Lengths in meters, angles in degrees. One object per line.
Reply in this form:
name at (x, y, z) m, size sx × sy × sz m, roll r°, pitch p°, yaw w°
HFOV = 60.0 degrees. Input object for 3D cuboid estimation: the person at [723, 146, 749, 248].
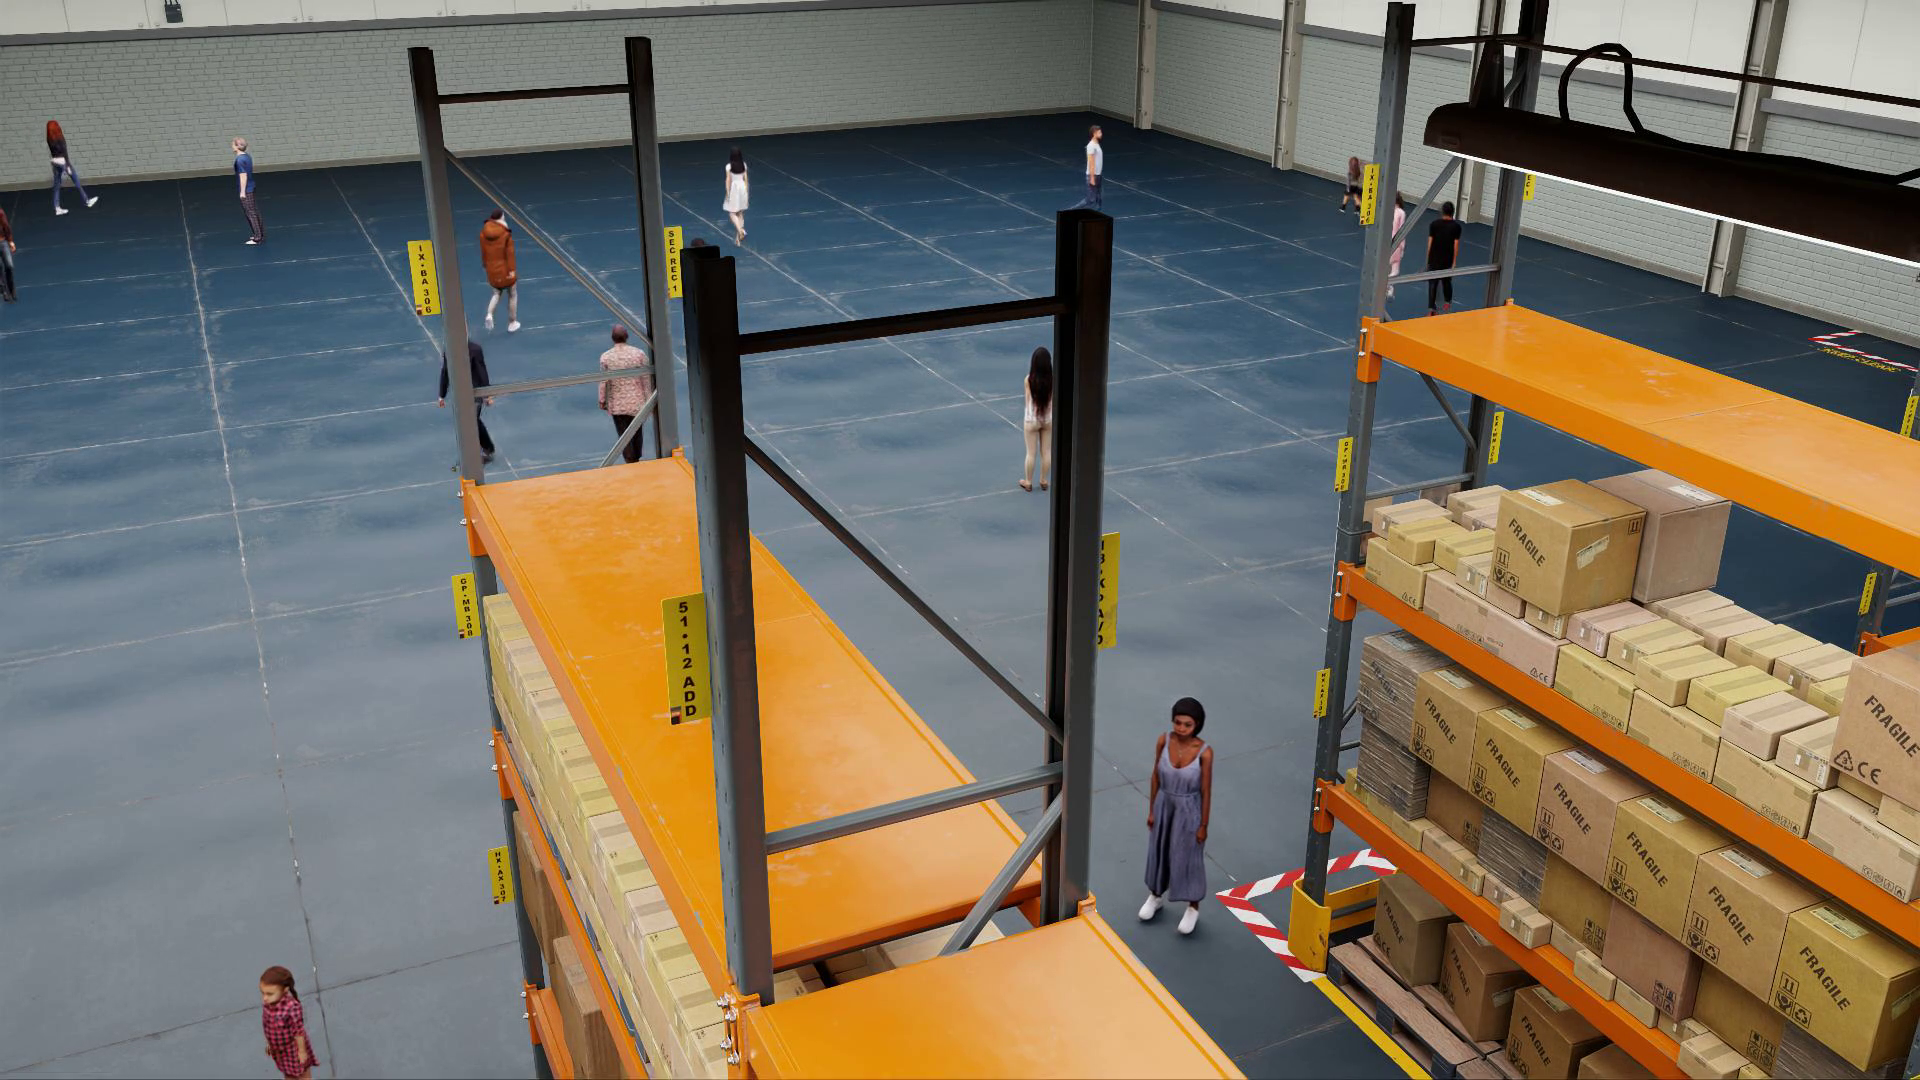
person at (-3.896, -6.038, 29.354) m, size 0.630 × 1.762 × 0.828 m, roll -12°, pitch 26°, yaw -26°

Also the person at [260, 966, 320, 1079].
person at (-3.798, 2.841, 9.421) m, size 0.501 × 1.021 × 0.565 m, roll 10°, pitch 25°, yaw 21°

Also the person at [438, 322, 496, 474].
person at (-5.622, -1.700, 19.144) m, size 1.189 × 1.769 × 1.246 m, roll 8°, pitch 24°, yaw 19°

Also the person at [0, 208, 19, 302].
person at (-15.076, -4.605, 25.987) m, size 0.720 × 1.760 × 0.698 m, roll -15°, pitch 27°, yaw -31°

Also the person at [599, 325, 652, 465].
person at (-3.720, -1.487, 18.641) m, size 0.736 × 1.772 × 1.084 m, roll -9°, pitch 25°, yaw -20°

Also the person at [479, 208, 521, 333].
person at (-6.730, -3.888, 24.225) m, size 0.982 × 1.819 × 1.065 m, roll 5°, pitch 24°, yaw 12°

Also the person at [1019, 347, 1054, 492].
person at (0.884, -1.327, 18.416) m, size 0.636 × 1.651 × 0.574 m, roll -10°, pitch 25°, yaw -23°

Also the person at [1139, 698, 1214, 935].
person at (1.458, 1.801, 11.009) m, size 0.635 × 1.693 × 0.741 m, roll 14°, pitch 27°, yaw 30°

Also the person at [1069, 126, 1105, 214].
person at (2.413, -6.742, 30.898) m, size 1.087 × 1.850 × 1.030 m, roll 8°, pitch 24°, yaw 17°

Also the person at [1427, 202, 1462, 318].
person at (7.219, -4.172, 25.021) m, size 1.047 × 1.719 × 1.095 m, roll 9°, pitch 25°, yaw 21°

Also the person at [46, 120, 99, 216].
person at (-17.287, -7.096, 31.873) m, size 1.117 × 1.739 × 1.220 m, roll 7°, pitch 24°, yaw 16°

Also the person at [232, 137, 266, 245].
person at (-12.730, -6.244, 29.701) m, size 0.787 × 1.871 × 0.608 m, roll -2°, pitch 23°, yaw -5°

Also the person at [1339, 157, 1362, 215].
person at (7.602, -6.817, 32.056) m, size 0.471 × 1.082 × 0.764 m, roll -11°, pitch 25°, yaw -24°
